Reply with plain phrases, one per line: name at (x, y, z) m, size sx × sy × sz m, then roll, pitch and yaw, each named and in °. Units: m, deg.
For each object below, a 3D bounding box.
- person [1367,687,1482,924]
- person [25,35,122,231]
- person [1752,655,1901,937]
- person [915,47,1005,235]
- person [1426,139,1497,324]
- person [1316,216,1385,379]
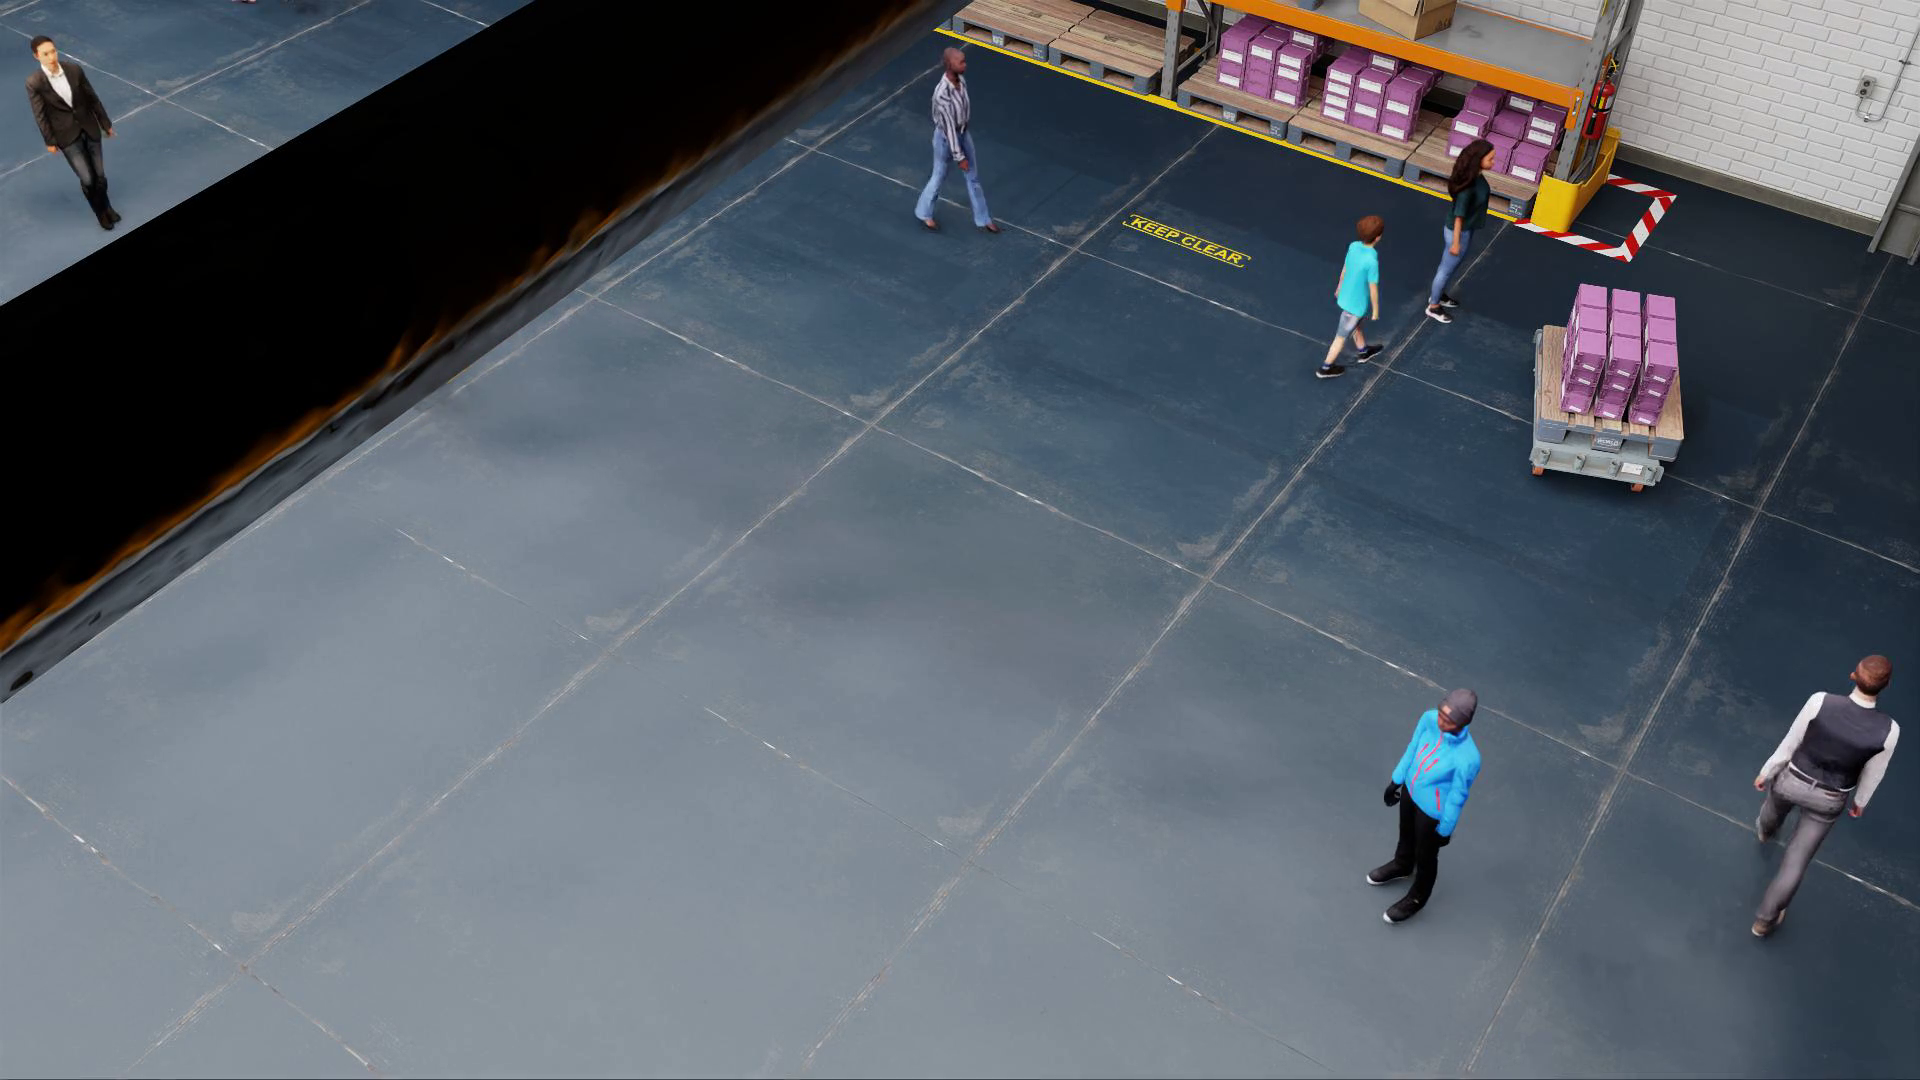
person at (2.653, 1.427, 9.324) m, size 0.789 × 1.795 × 0.701 m, roll -15°, pitch 46°, yaw -16°
person at (-7.812, -3.609, 14.615) m, size 0.660 × 1.790 × 0.722 m, roll 30°, pitch 51°, yaw 28°
person at (4.701, 1.440, 9.244) m, size 1.125 × 1.888 × 0.782 m, roll 29°, pitch 51°, yaw 27°
person at (-0.150, -3.418, 14.442) m, size 1.074 × 1.751 × 0.732 m, roll 18°, pitch 46°, yaw 18°
person at (4.100, -2.556, 13.636) m, size 0.638 × 1.615 × 0.639 m, roll 18°, pitch 46°, yaw 18°
person at (3.029, -1.876, 13.063) m, size 0.904 × 1.421 × 0.885 m, roll -11°, pitch 45°, yaw -12°
